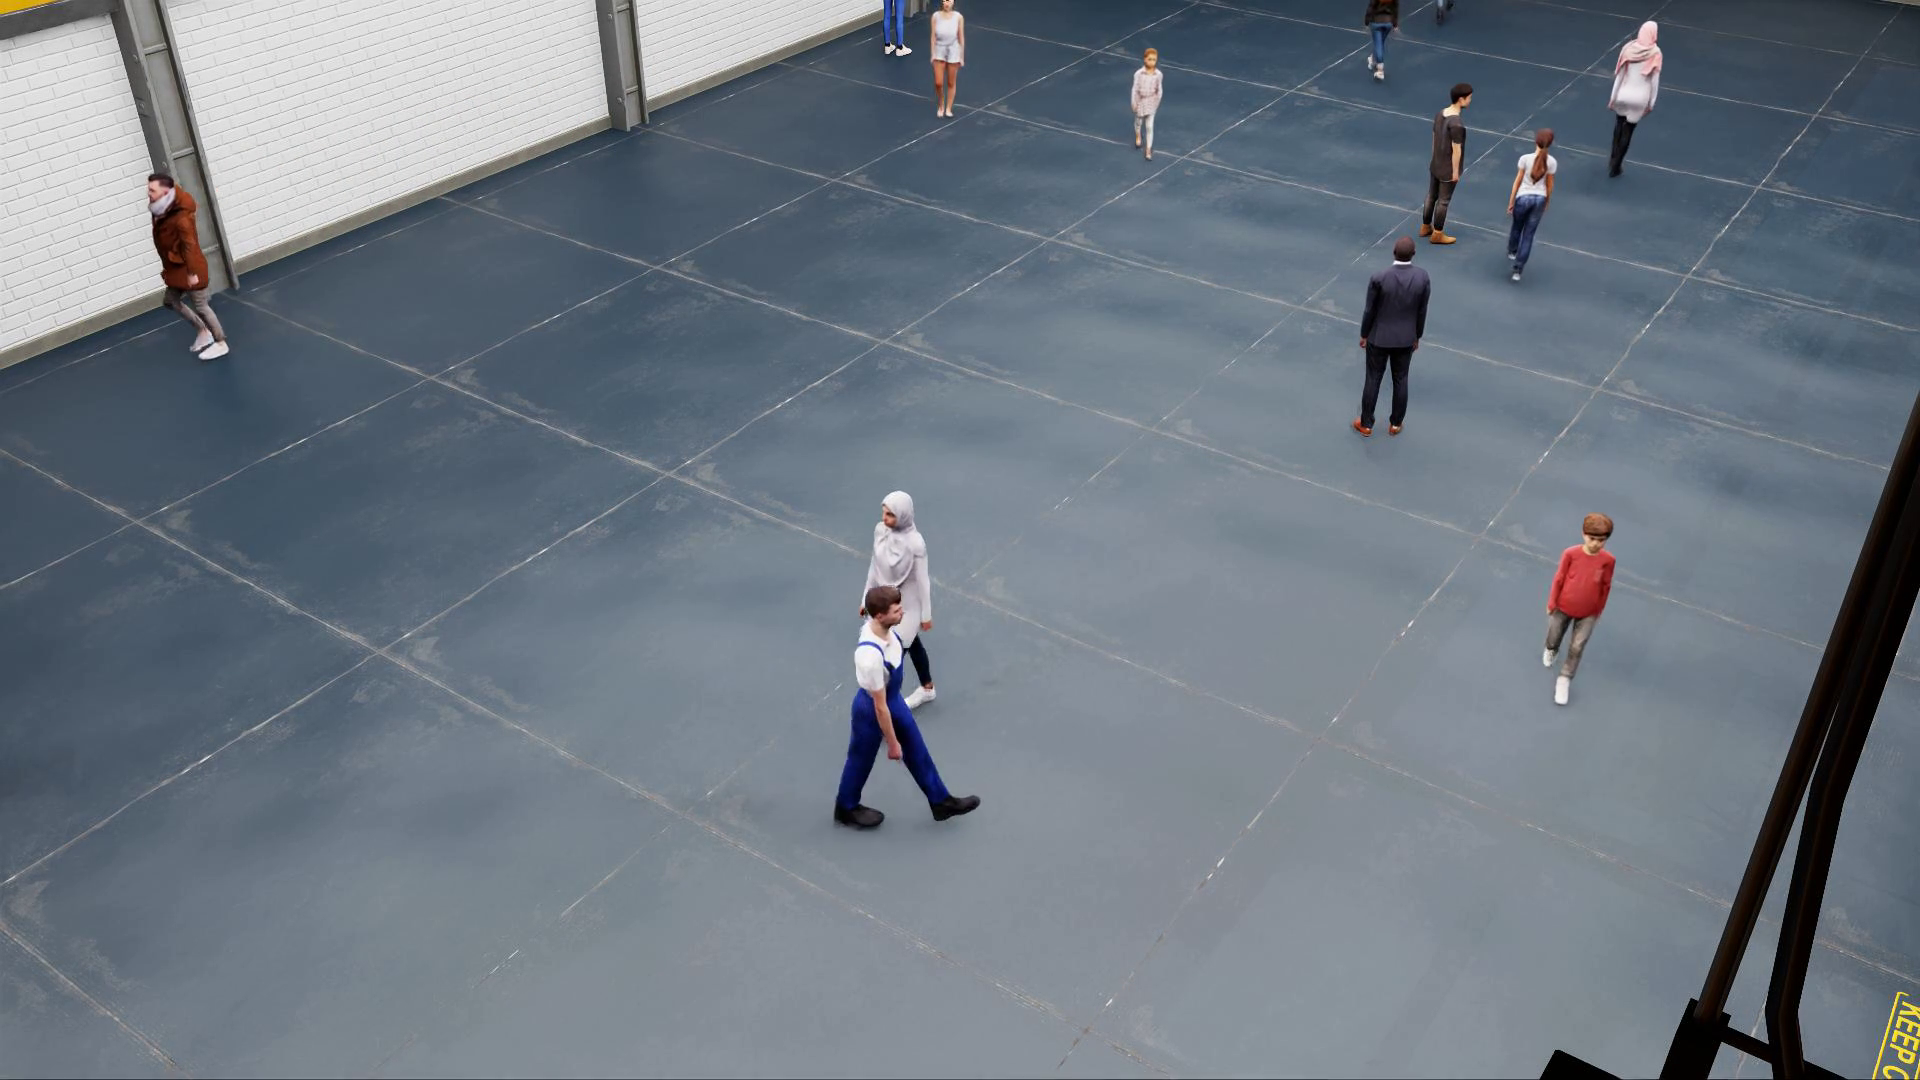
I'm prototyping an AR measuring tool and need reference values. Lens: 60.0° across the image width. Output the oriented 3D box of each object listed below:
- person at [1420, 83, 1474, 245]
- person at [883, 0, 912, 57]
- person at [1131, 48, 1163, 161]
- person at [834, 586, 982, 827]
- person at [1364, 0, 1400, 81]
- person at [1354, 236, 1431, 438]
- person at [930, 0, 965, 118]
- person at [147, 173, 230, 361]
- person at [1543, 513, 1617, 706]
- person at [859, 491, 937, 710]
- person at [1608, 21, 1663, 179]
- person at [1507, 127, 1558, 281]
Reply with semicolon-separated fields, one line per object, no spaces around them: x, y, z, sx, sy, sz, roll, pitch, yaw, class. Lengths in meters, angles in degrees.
5.152;-4.003;17.652;0.748;1.711;0.707;-8;35;-12;person
-0.926;-7.630;23.057;0.634;1.770;0.527;21;39;28;person
2.210;-5.259;19.932;0.864;1.280;1.023;1;34;1;person
-0.577;1.033;9.985;1.049;1.811;1.189;5;34;8;person
5.658;-6.889;22.237;0.964;1.443;1.046;-4;34;-6;person
3.665;-1.718;14.113;0.789;1.824;0.795;3;34;4;person
-0.161;-6.164;21.004;0.696;1.599;0.736;0;34;0;person
-7.067;-2.541;15.352;0.757;1.823;0.775;-27;42;-35;person
4.179;0.411;11.283;0.652;1.410;0.809;10;35;14;person
-0.304;0.415;10.969;0.966;1.752;0.780;-21;39;-28;person
7.709;-5.036;19.135;0.643;1.790;0.641;19;38;26;person
5.795;-3.391;16.899;0.761;1.527;1.059;10;35;14;person
